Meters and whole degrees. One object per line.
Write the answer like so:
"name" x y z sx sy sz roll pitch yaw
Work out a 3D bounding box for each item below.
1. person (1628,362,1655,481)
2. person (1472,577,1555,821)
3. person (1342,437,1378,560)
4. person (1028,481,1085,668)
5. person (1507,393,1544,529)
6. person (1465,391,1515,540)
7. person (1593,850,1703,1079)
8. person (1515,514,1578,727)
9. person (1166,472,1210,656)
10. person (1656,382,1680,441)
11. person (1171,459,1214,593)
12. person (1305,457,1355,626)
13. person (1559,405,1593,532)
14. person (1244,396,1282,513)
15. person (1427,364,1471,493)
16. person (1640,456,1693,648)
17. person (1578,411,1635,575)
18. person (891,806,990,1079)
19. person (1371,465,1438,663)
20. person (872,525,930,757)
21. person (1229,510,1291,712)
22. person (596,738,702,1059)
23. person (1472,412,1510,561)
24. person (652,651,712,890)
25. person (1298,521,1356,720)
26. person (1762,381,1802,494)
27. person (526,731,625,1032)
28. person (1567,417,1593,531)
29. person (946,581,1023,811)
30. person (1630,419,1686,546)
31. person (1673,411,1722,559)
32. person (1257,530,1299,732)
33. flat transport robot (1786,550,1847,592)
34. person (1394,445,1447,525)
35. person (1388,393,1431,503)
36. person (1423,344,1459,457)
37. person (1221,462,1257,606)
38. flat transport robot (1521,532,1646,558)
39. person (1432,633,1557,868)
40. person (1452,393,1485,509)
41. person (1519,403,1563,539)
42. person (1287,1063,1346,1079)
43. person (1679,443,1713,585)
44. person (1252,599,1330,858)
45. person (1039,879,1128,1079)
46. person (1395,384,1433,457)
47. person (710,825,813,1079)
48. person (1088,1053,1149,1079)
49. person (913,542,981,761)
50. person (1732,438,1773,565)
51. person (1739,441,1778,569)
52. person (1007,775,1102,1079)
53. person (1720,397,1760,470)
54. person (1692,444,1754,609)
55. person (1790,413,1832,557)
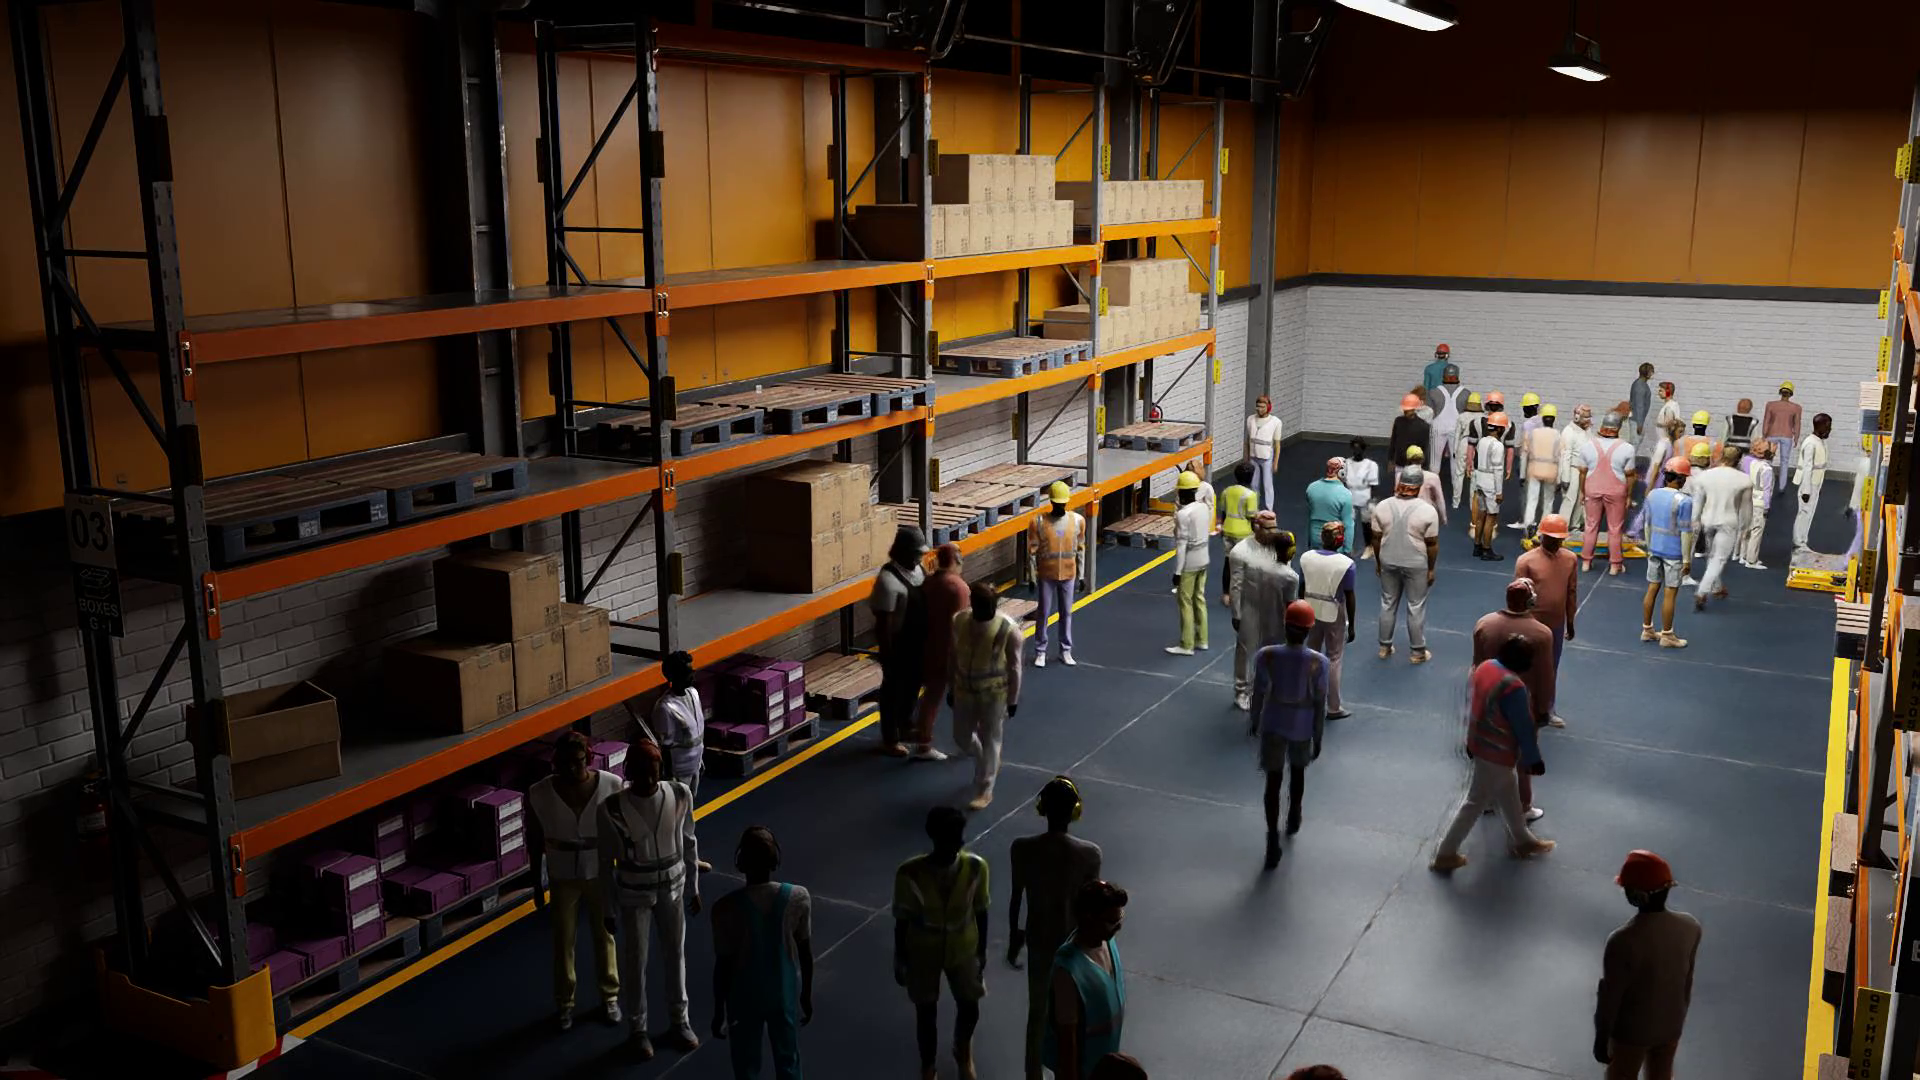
"person" 11.007 -1.922 26.980 0.374 1.932 0.623 4 13 19
"person" 4.297 1.227 12.916 0.643 1.910 0.399 12 18 44
"person" 5.080 -0.504 21.237 0.539 1.654 0.871 8 15 33
"person" 0.986 0.343 16.833 0.594 1.922 0.386 -2 13 -10
"person" 7.986 -1.106 23.356 0.399 1.911 0.596 10 16 38
"person" 7.218 -1.016 22.691 0.611 2.032 0.411 3 13 15
"person" 3.347 2.362 8.208 0.577 1.739 0.352 -5 13 -20
"person" 5.264 0.730 14.973 0.614 1.987 0.408 -3 13 -13
"person" 2.374 0.242 17.330 0.419 1.914 0.600 9 15 35
"person" 10.745 -1.488 25.245 0.394 1.836 0.561 5 14 22
"person" 2.757 -0.152 19.712 0.502 1.633 0.280 8 15 33
"person" 4.092 0.023 18.340 0.399 1.900 0.645 -10 16 -37
"person" 8.300 -0.880 22.389 0.651 1.895 0.400 -12 17 -42
"person" 4.321 -1.147 23.709 0.399 1.836 0.563 -12 17 -43
"person" 7.594 -1.744 25.915 0.685 2.000 0.535 2 13 10
"person" 7.487 0.124 17.556 0.375 2.042 0.608 -5 14 -22
"person" 8.095 -0.600 20.796 0.672 2.000 0.536 9 15 34
"person" -0.102 2.222 8.964 0.551 1.694 0.349 -2 13 -7
"person" 4.588 0.230 17.078 0.682 2.000 0.536 9 16 36
"person" -0.446 0.836 14.367 0.535 2.000 0.745 5 14 23
"person" 2.815 0.653 15.509 0.644 1.901 0.399 -5 13 -20
"person" -1.761 2.018 9.451 0.586 1.879 0.359 -7 15 -30
"person" 6.872 -0.695 21.488 0.389 1.925 0.550 -2 13 -8
"person" -1.965 1.599 11.729 0.318 1.697 0.535 3 13 15
"person" 3.354 0.735 15.259 0.572 1.843 0.373 11 17 41
"person" 12.787 -1.597 25.916 0.532 1.754 0.342 6 14 25
"person" -2.224 1.973 9.748 0.566 1.836 0.393 -4 13 -16
"person" 8.496 -0.917 22.985 0.456 1.710 0.609 7 14 29
"person" 0.189 1.204 13.188 0.644 1.831 0.507 6 14 27
"person" 9.187 -0.732 21.994 0.689 1.791 0.516 9 16 36
"person" 9.537 -0.719 21.585 0.587 1.927 0.363 7 15 30
"person" 2.855 0.812 14.905 0.512 1.849 0.528 -10 16 -39
"flat transport robot" 10.569 0.372 20.440 0.652 0.197 1.431 7 14 29
"person" 5.554 -0.278 20.105 0.632 1.711 0.863 4 13 18
"person" 6.337 -1.108 23.281 0.824 1.953 0.650 -9 15 -34
"person" 8.426 -2.446 29.187 0.612 1.984 0.401 3 13 13
"person" 3.193 -0.062 19.190 0.367 1.684 0.577 -7 14 -29
"flat transport robot" 8.195 0.050 21.880 1.431 0.197 0.652 1 13 6
"person" 3.871 1.518 11.934 0.960 1.774 0.648 0 13 0
"person" 7.593 -1.325 24.750 0.492 1.729 0.324 3 13 13
"person" 7.816 -0.876 22.374 0.589 1.899 0.748 7 14 28
"person" 1.369 2.783 6.068 0.603 1.854 0.395 0 13 1
"person" 8.916 -0.322 20.253 0.365 1.736 0.488 -3 13 -11
"person" 2.430 1.374 12.301 0.556 1.892 0.984 3 13 14
"person" 0.576 2.430 7.688 0.390 1.838 0.563 5 13 21
"person" 6.804 -1.428 24.988 0.544 1.827 0.388 3 13 14
"person" -0.983 2.297 8.266 0.520 1.844 0.330 -5 14 -22
"person" 0.603 2.777 6.595 0.266 1.631 0.507 10 16 39
"person" -0.037 0.953 14.283 0.944 1.846 0.717 -10 16 -38
"person" 10.127 -0.493 21.244 0.314 1.631 0.524 -5 14 -21
"person" 10.088 -0.442 21.016 0.315 1.632 0.526 1 13 2
"person" 0.513 2.156 8.850 0.532 1.867 0.320 2 13 10
"person" 11.699 -1.327 25.008 0.541 1.651 0.477 6 14 25
"person" 8.748 -0.160 19.190 1.000 1.898 0.617 -11 17 -41
"person" 11.020 -0.701 21.555 0.394 1.910 0.580 10 16 39
